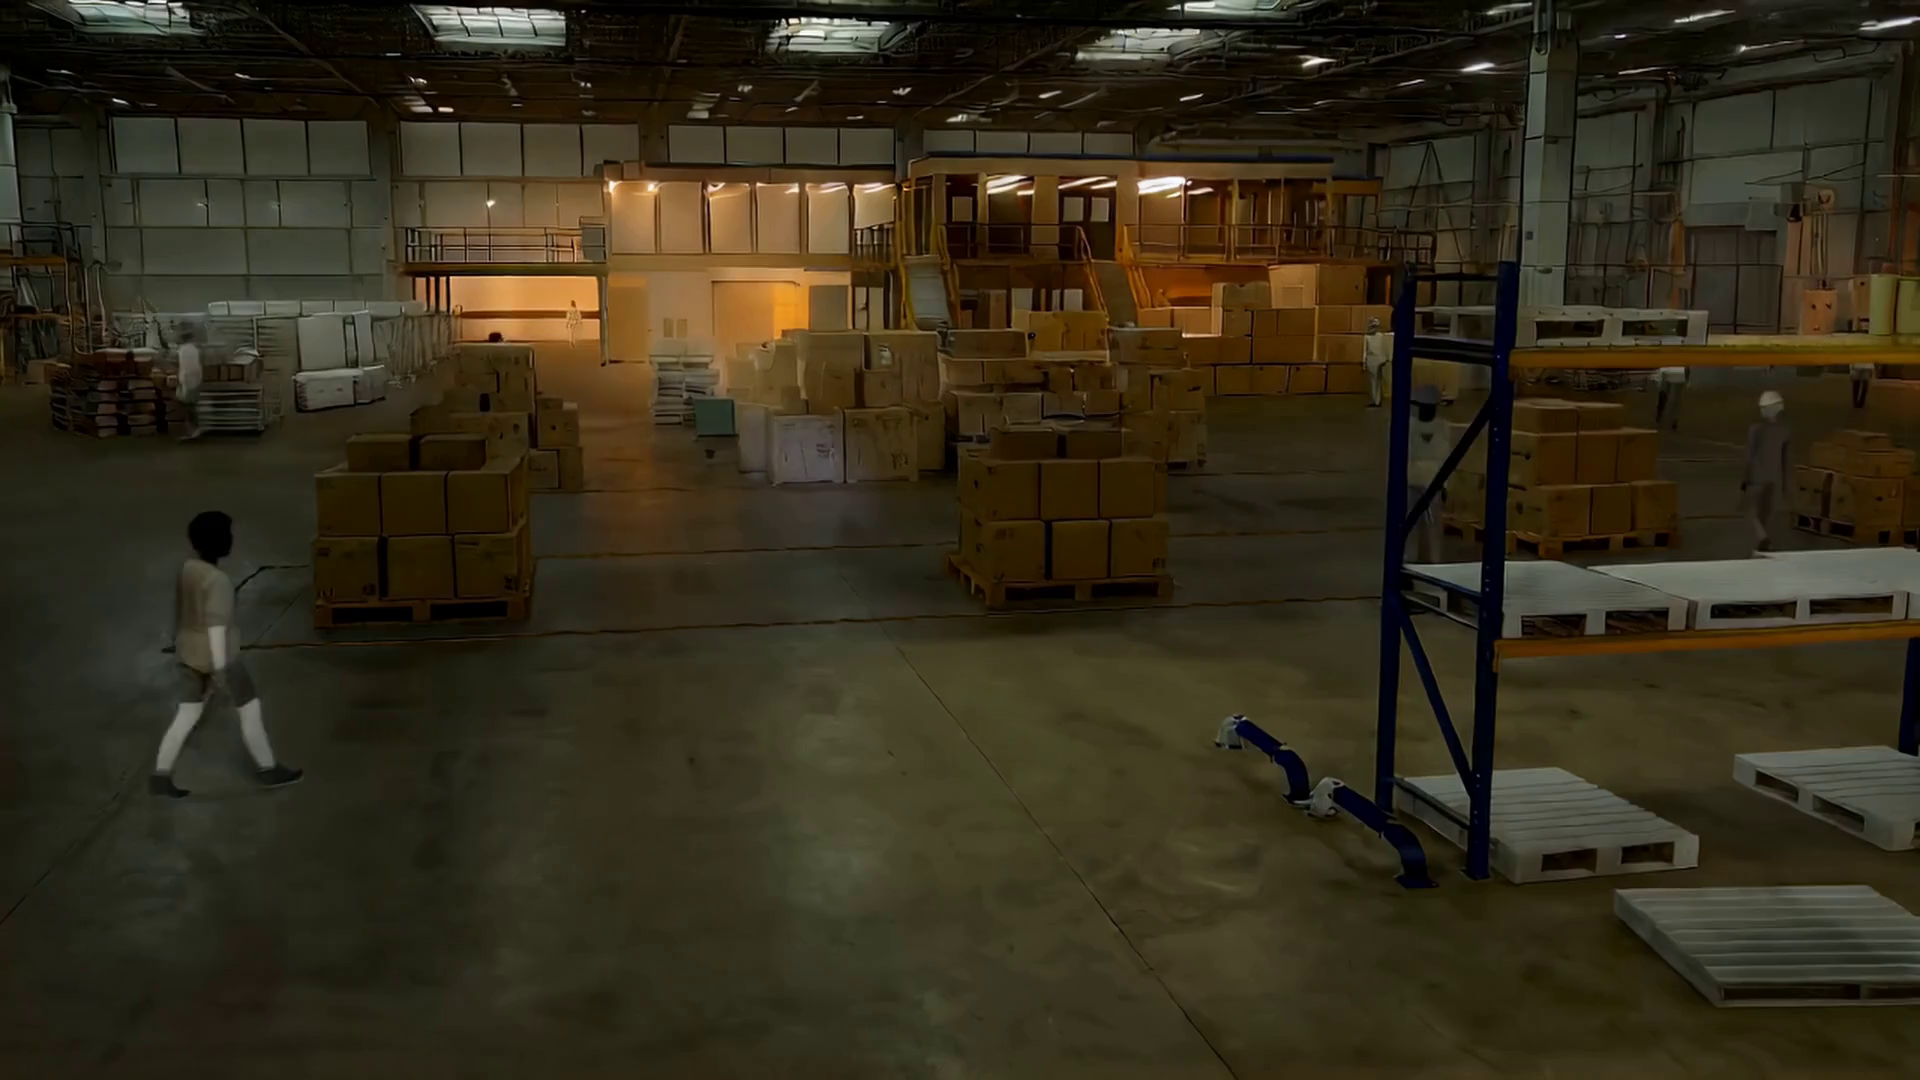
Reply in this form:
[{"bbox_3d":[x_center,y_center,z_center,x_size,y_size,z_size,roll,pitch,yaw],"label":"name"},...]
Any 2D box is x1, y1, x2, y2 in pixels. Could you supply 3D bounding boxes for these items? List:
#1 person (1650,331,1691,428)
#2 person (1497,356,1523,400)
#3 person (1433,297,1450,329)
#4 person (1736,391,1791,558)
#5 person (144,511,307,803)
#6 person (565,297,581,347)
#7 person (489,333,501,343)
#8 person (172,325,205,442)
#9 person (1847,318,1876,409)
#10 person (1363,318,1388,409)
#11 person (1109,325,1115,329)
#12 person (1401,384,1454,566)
[{"bbox_3d":[13.247,-2.999,30.945,0.630,1.894,0.996,6,11,34],"label":"person"},{"bbox_3d":[11.886,-3.797,35.775,0.642,1.887,1.008,-6,11,-33],"label":"person"},{"bbox_3d":[16.563,-7.378,57.372,0.624,1.976,0.725,6,11,30],"label":"person"},{"bbox_3d":[8.206,-0.646,16.990,0.542,1.750,0.367,-3,10,-15],"label":"person"},{"bbox_3d":[-4.225,0.652,9.385,0.535,1.653,0.856,8,13,42],"label":"person"},{"bbox_3d":[-14.648,-8.247,62.927,0.573,1.883,0.354,-2,10,-14],"label":"person"},{"bbox_3d":[-8.236,-2.741,29.503,0.530,1.832,0.879,5,11,28],"label":"person"},{"bbox_3d":[-13.332,-2.694,28.670,0.582,2.011,0.641,0,9,-1],"label":"person"},{"bbox_3d":[19.188,-3.749,35.384,0.576,1.919,0.415,6,11,33],"label":"person"},{"bbox_3d":[8.858,-3.763,35.446,0.591,1.930,0.357,-8,12,-41],"label":"person"},{"bbox_3d":[2.835,-3.084,31.334,1.001,1.917,0.677,-2,10,-15],"label":"person"},{"bbox_3d":[4.417,-0.531,15.851,0.608,1.893,0.781,1,9,5],"label":"person"}]
